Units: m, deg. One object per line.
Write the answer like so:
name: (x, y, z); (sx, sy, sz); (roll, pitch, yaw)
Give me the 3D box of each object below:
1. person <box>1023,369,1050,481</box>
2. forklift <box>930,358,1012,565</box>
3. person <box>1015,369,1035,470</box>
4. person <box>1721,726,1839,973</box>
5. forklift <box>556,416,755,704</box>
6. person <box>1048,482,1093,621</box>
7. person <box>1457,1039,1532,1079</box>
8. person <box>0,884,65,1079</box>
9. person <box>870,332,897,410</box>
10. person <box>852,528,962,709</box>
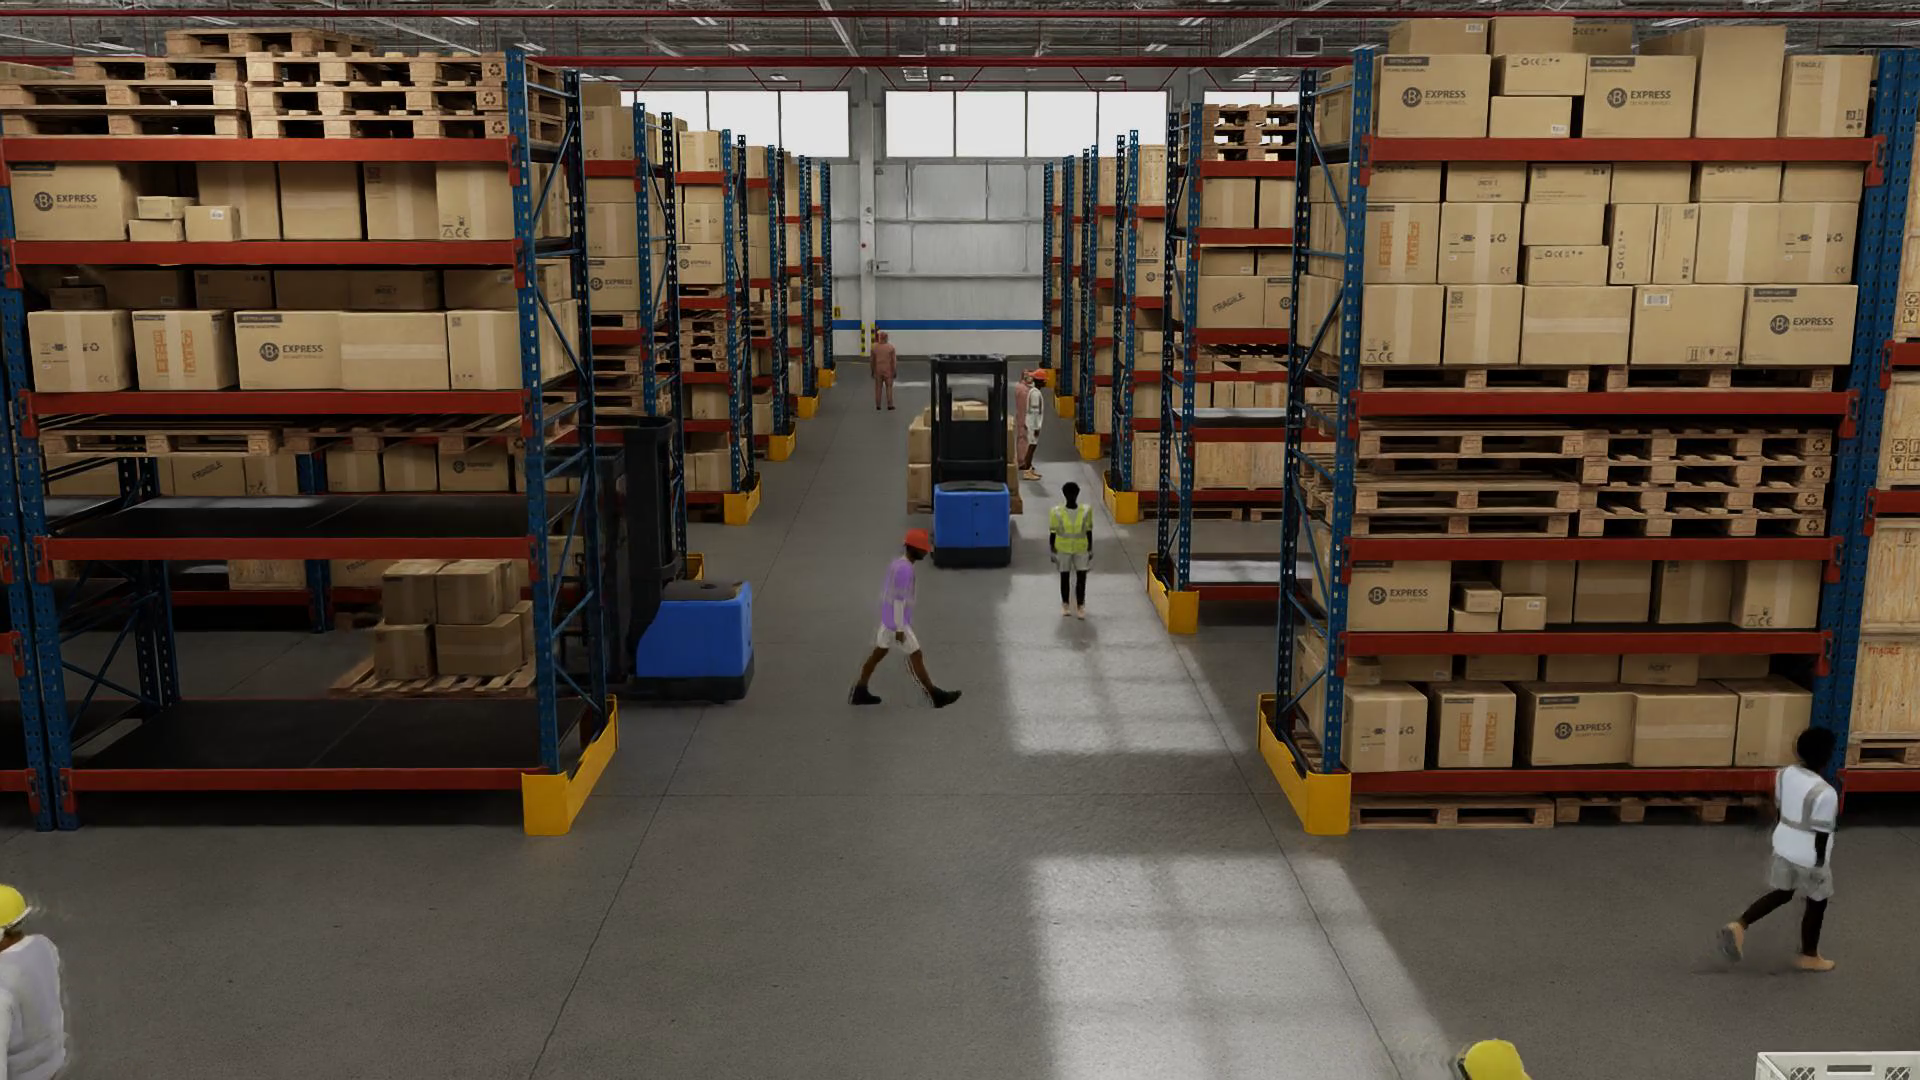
person: (1.395, -2.098, 30.248); (0.465, 2.028, 0.617); (1, 11, 5)
forklift: (0.142, -1.161, 23.453); (1.129, 2.768, 1.873); (0, 11, -2)
person: (1.249, -2.290, 31.480); (0.400, 1.905, 0.645); (-1, 11, -3)
person: (5.371, 2.011, 10.748); (0.688, 1.676, 0.532); (-2, 12, -10)
forklift: (-3.093, 0.179, 16.814); (1.873, 2.768, 1.129); (0, 11, -1)
person: (1.344, 0.148, 19.957); (0.555, 1.665, 0.774); (0, 11, -2)
person: (2.110, 2.809, 6.664); (0.838, 1.720, 0.535); (1, 11, 5)
person: (-4.442, 2.502, 7.947); (0.612, 1.819, 0.605); (-1, 12, -7)
person: (-1.847, -4.125, 40.569); (0.652, 1.906, 0.402); (2, 12, 11)
person: (-0.555, 0.784, 16.457); (1.138, 1.823, 0.554); (-1, 11, -3)
